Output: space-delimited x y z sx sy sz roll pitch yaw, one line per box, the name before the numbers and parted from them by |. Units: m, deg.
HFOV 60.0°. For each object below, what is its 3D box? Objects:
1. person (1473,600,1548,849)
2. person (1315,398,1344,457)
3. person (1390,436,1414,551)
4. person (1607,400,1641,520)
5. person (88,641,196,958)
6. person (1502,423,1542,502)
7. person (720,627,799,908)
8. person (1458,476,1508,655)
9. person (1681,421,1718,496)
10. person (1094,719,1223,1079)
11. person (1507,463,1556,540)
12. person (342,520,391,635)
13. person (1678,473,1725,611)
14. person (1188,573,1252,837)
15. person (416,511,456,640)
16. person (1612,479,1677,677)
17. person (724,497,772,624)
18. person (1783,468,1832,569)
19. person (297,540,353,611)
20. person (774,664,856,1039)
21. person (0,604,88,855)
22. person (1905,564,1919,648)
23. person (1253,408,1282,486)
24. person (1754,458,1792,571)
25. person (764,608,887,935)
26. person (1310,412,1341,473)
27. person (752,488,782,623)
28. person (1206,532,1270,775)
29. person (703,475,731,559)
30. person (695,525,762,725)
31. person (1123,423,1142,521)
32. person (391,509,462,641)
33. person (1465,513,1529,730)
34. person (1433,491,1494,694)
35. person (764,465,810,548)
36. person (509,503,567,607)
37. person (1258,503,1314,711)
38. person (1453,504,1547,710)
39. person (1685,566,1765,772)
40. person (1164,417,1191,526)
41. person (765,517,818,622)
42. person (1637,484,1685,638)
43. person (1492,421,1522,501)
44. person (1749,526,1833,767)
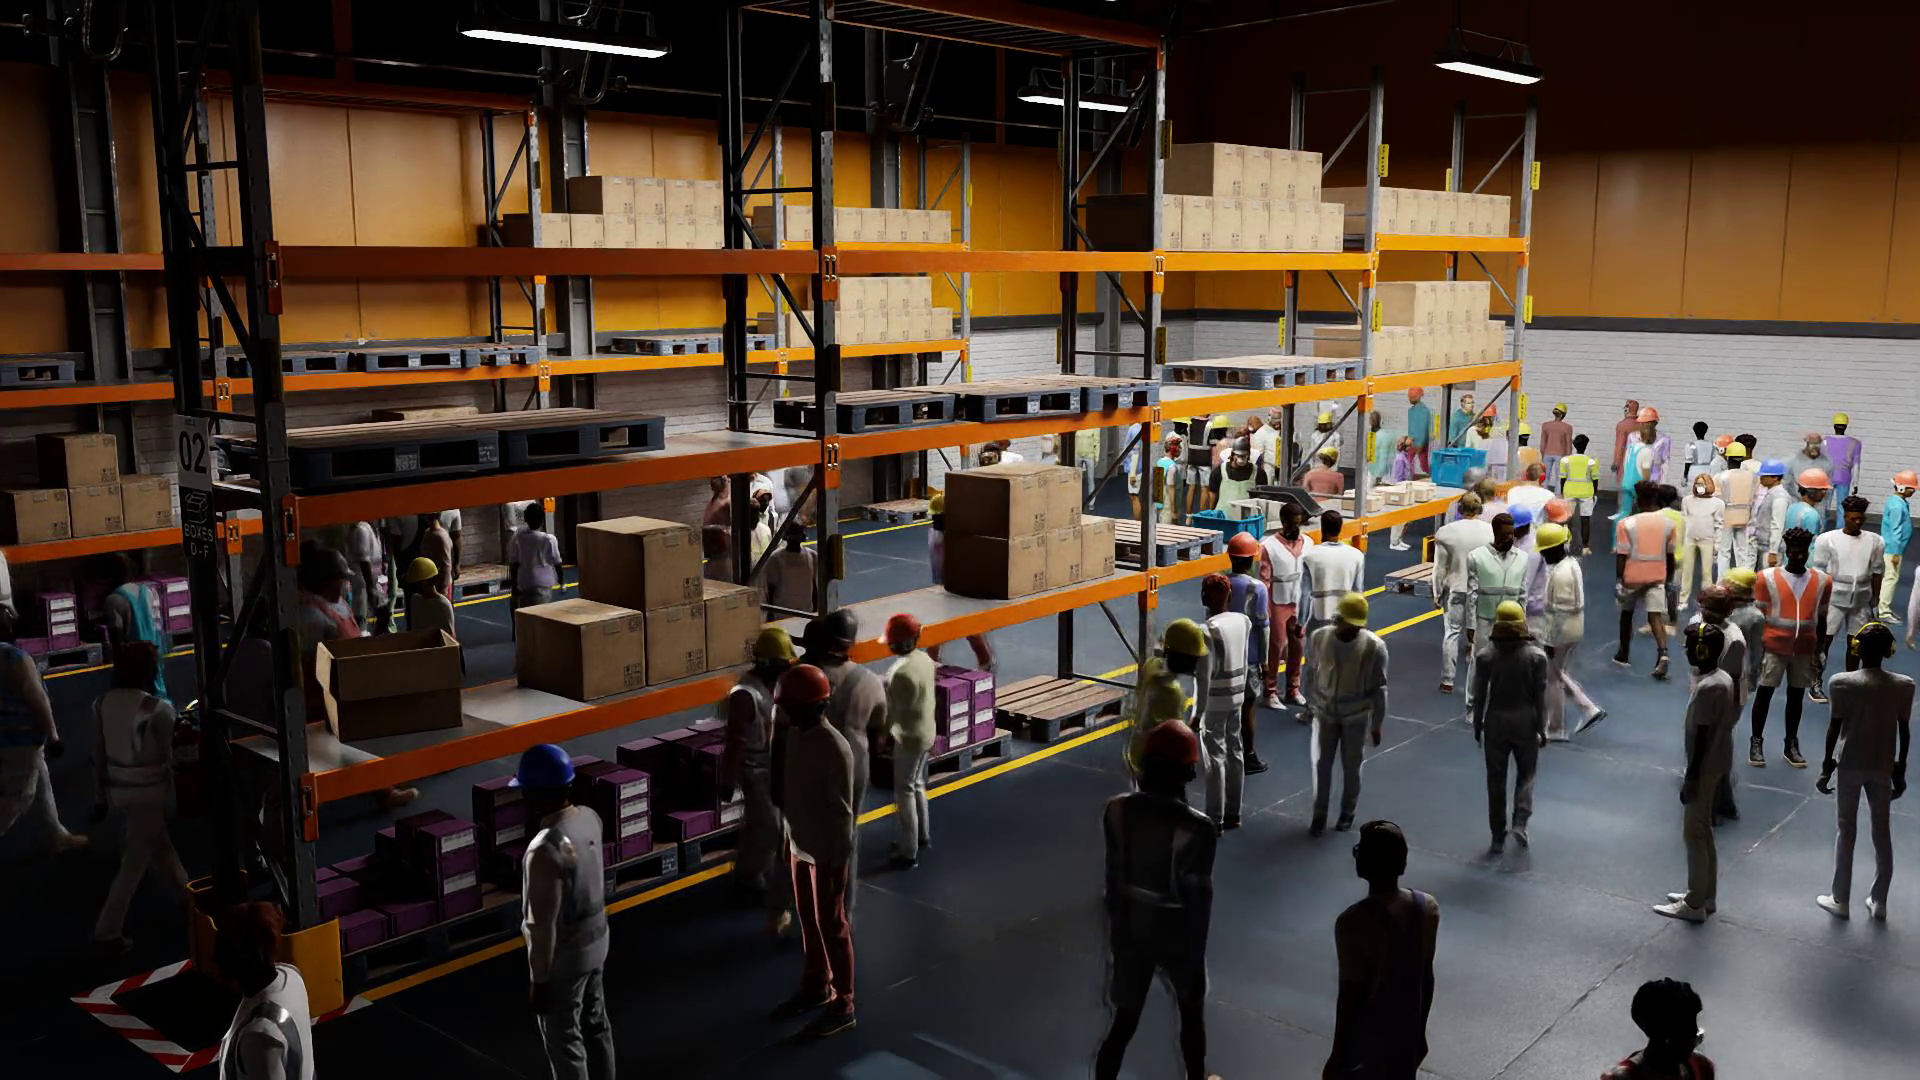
person | 3.819 1.283 11.576 0.506 1.711 0.481 4 10 20
person | 6.697 -1.913 30.108 0.570 1.912 0.401 9 13 42
person | 6.225 -0.662 23.462 0.313 1.631 0.523 3 10 19
person | 10.503 -1.252 26.164 0.642 1.909 0.409 -5 11 -26
person | -4.878 1.505 9.940 0.579 1.834 1.021 5 11 25
person | 7.510 -0.612 22.326 0.593 1.915 0.391 -5 11 -26
person | -1.268 1.430 10.480 0.542 1.793 0.636 3 10 18
person | 5.196 0.298 16.848 0.645 1.917 0.713 -5 11 -30
person | 11.024 -0.923 24.817 0.532 1.697 0.322 -2 10 -10
person | 0.884 1.814 7.649 0.608 1.990 1.052 7 12 36
person | 6.519 0.028 18.816 0.921 1.798 0.581 -7 12 -37
person | -5.786 0.400 16.269 0.710 1.920 0.588 0 10 -2
person | 8.564 0.038 19.271 0.499 1.633 0.286 8 12 39
person | 1.830 1.163 11.810 0.574 1.884 0.361 -9 13 -43
person | -5.192 0.446 16.446 0.310 1.766 0.535 -7 12 -36
person | 6.778 0.370 16.416 0.610 1.938 0.913 0 10 1
person | -2.006 0.498 15.909 0.429 1.841 0.633 8 12 38
person | 8.351 0.307 16.445 0.372 2.044 0.607 1 10 6
person | -5.008 0.951 12.967 0.588 1.920 0.390 -3 10 -16
person | -0.778 1.620 8.788 0.409 1.986 0.621 -6 11 -32
person | -6.347 1.323 11.124 0.628 1.804 0.875 6 11 33
person | 8.278 0.799 13.894 0.657 1.905 0.686 3 10 18
person | 4.691 -1.035 24.906 0.654 1.897 0.403 -6 11 -32
person | 8.860 0.070 18.191 0.419 1.936 0.618 3 10 19
person | -0.836 1.386 10.011 0.771 2.000 0.548 -3 10 -16
person | 5.666 -1.121 25.896 0.479 1.735 0.313 5 11 28
person | -2.160 0.249 18.024 0.514 1.634 0.313 -7 12 -35
person | 2.220 0.897 13.232 0.542 1.939 0.362 7 12 36
person | -2.579 0.115 18.002 0.407 1.909 0.639 -5 11 -29
person | -2.015 0.789 14.117 0.845 1.860 0.676 4 10 25
person | 2.524 -1.041 24.531 0.405 2.035 0.610 1 10 5
person | -5.446 0.214 17.009 0.681 2.000 0.535 -3 10 -20
person | 4.669 0.698 14.529 0.582 1.911 0.392 -2 10 -11
person | 4.767 0.501 15.643 0.634 1.931 0.359 3 10 16
person | -2.291 -0.401 20.679 0.957 2.000 0.696 -8 12 -38
person | -4.287 0.443 16.798 0.530 1.648 0.924 4 10 20
person | 2.951 0.598 15.128 0.598 1.905 0.390 -5 11 -29
person | 4.978 0.615 15.049 0.920 1.889 0.598 0 10 -3
person | 5.990 1.054 12.986 0.500 1.702 0.498 4 10 21
person | 3.173 -0.940 24.266 0.398 1.920 0.586 5 11 27
person | -1.466 0.699 14.703 0.505 1.842 0.346 -5 11 -30
person | 7.671 0.227 18.045 0.562 1.655 0.473 -5 11 -29
person | 7.700 -0.762 23.327 0.991 1.880 0.598 -8 13 -40
person | 6.670 0.857 13.390 0.608 1.966 0.370 1 10 8
